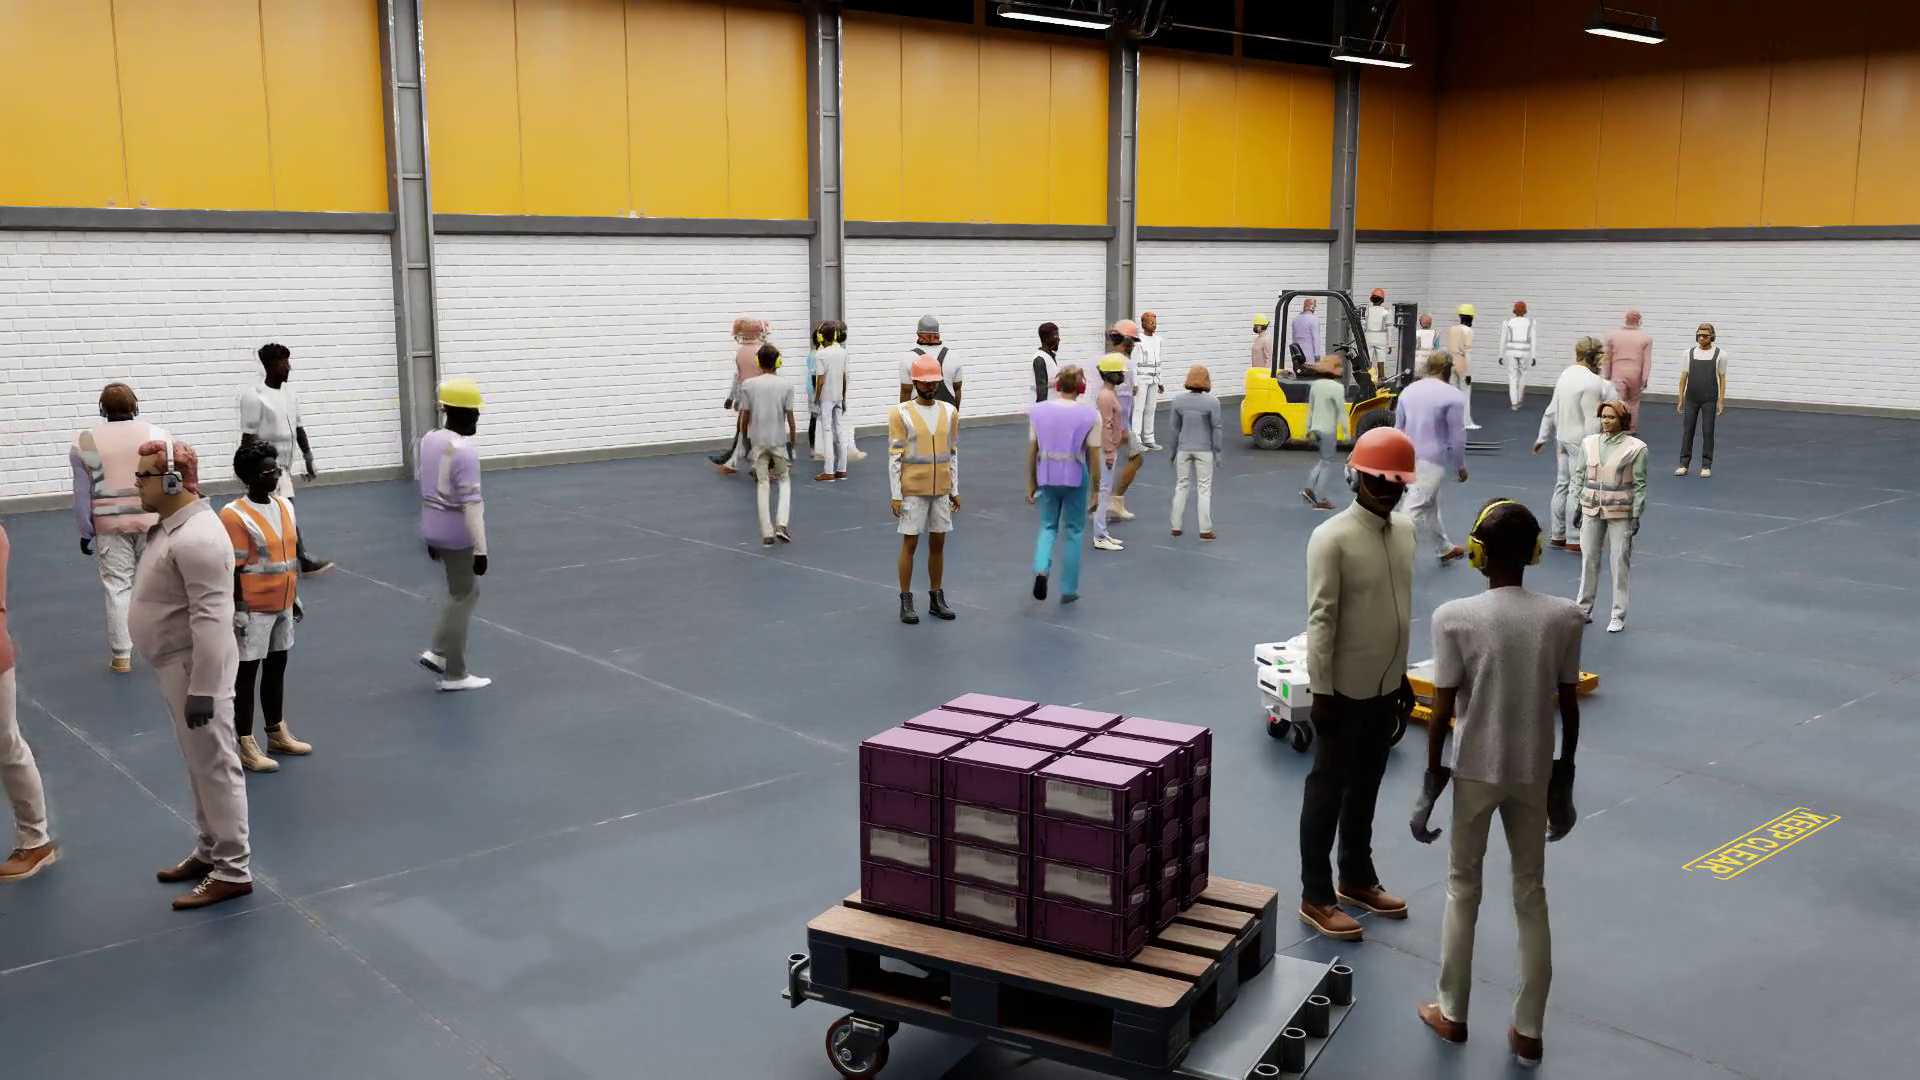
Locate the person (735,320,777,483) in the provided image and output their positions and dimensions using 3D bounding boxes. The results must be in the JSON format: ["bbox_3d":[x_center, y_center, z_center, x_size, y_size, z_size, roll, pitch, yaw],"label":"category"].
[{"bbox_3d":[-2.296,-1.586,19.248,0.492,1.900,0.654,-10,14,-44],"label":"person"}]

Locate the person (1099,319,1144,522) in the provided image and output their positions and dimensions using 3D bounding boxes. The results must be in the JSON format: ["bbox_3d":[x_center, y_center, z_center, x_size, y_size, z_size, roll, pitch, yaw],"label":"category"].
[{"bbox_3d":[1.573,-1.156,16.381,0.539,2.013,0.649,-3,10,-16],"label":"person"}]

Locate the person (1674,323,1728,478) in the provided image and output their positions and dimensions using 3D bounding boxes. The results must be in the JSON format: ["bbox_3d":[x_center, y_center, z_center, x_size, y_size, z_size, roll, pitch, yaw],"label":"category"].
[{"bbox_3d":[8.856,-1.667,19.869,0.508,1.844,0.332,7,12,35],"label":"person"}]

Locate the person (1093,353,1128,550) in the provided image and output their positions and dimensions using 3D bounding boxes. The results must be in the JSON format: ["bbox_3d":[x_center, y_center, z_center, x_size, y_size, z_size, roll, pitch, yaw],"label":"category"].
[{"bbox_3d":[1.352,-0.797,15.009,0.314,1.769,0.524,1,10,6],"label":"person"}]

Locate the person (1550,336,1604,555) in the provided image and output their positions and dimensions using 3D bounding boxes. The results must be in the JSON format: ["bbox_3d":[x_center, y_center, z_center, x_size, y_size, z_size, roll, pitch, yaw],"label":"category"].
[{"bbox_3d":[5.490,-0.840,14.758,0.355,1.936,0.635,-1,10,-6],"label":"person"}]

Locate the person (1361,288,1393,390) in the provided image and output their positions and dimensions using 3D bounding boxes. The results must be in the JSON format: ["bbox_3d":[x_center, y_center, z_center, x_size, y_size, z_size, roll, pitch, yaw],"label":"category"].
[{"bbox_3d":[7.743,-3.666,30.995,0.615,2.040,0.391,4,10,20],"label":"person"}]

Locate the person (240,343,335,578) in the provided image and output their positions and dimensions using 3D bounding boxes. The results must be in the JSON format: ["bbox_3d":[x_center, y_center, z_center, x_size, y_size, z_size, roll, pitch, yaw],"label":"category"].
[{"bbox_3d":[-5.516,-0.647,13.658,0.947,1.921,0.636,2,10,12],"label":"person"}]

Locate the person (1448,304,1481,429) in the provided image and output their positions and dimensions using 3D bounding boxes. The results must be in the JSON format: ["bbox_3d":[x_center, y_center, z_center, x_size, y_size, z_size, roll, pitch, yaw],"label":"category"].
[{"bbox_3d":[7.671,-2.644,25.389,0.416,1.924,0.609,-3,10,-18],"label":"person"}]

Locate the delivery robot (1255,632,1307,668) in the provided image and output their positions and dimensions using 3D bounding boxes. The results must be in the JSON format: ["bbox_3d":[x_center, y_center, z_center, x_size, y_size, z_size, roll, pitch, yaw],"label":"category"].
[{"bbox_3d":[2.052,0.701,9.508,0.707,0.478,0.477,-3,10,-17],"label":"delivery robot"}]

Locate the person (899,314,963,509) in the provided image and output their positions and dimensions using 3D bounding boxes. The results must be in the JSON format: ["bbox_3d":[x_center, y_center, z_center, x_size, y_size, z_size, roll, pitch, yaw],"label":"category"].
[{"bbox_3d":[-0.334,-1.310,17.210,0.674,2.000,0.535,-3,10,-18],"label":"person"}]

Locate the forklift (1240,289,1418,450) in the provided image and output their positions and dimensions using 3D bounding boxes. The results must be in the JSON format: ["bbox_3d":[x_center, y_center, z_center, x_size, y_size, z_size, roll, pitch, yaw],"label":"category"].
[{"bbox_3d":[5.034,-2.339,22.783,2.313,2.155,1.214,3,10,16],"label":"forklift"}]

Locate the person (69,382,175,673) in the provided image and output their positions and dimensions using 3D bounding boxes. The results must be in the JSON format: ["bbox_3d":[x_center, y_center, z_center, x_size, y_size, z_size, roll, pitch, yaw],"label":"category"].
[{"bbox_3d":[-5.272,-0.079,10.583,0.620,1.846,0.430,-5,11,-25],"label":"person"}]

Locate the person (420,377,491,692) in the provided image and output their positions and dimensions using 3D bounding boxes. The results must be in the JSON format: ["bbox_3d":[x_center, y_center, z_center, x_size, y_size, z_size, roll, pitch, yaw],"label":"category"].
[{"bbox_3d":[-3.034,-0.028,10.080,0.426,1.908,0.617,-9,13,-41],"label":"person"}]

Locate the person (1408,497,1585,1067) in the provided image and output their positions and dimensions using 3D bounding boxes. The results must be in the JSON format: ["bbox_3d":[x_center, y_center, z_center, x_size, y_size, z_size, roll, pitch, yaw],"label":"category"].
[{"bbox_3d":[1.762,0.790,5.497,0.557,1.862,0.487,0,10,1],"label":"person"}]

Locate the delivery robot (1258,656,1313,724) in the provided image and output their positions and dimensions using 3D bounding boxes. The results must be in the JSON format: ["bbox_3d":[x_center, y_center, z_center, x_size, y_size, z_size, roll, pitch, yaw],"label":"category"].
[{"bbox_3d":[1.978,0.788,8.996,0.707,0.478,0.477,-3,10,-17],"label":"delivery robot"}]

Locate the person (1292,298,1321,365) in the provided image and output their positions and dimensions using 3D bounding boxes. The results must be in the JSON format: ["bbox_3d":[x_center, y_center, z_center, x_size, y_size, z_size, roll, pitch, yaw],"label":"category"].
[{"bbox_3d":[6.106,-3.283,29.169,0.407,1.903,0.639,-5,11,-29],"label":"person"}]

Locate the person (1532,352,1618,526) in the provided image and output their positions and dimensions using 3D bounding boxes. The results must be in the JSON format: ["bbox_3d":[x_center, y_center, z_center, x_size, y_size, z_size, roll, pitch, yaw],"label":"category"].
[{"bbox_3d":[5.763,-0.913,15.578,0.564,1.801,0.691,-9,13,-44],"label":"person"}]

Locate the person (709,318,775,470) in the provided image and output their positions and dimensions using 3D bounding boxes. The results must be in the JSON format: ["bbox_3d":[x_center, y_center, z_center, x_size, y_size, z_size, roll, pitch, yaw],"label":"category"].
[{"bbox_3d":[-2.671,-1.755,20.306,0.950,1.880,0.538,1,10,5],"label":"person"}]

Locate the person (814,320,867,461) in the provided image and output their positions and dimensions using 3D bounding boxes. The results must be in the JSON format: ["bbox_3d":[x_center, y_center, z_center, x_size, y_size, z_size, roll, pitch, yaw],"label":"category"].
[{"bbox_3d":[-1.539,-1.919,21.464,0.794,1.810,0.639,-4,11,-23],"label":"person"}]

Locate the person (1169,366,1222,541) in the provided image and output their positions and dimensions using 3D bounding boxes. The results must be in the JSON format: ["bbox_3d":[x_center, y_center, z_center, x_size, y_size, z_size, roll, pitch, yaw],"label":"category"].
[{"bbox_3d":[2.186,-0.804,15.520,0.541,1.618,0.333,6,11,32],"label":"person"}]

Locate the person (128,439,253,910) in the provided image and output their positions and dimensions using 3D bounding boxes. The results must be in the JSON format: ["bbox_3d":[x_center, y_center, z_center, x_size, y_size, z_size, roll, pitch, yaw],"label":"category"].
[{"bbox_3d":[-3.153,0.539,6.781,0.399,1.908,0.643,-6,11,-30],"label":"person"}]

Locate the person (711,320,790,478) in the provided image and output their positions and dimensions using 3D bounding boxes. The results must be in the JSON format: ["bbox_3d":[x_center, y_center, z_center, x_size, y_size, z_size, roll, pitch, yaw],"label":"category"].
[{"bbox_3d":[-2.484,-1.674,19.816,0.991,1.876,0.630,-3,10,-19],"label":"person"}]

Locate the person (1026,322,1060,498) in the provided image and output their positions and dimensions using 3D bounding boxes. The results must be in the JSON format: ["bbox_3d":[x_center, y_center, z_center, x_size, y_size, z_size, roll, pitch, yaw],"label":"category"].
[{"bbox_3d":[0.933,-1.423,18.225,0.392,1.922,0.591,2,10,11],"label":"person"}]

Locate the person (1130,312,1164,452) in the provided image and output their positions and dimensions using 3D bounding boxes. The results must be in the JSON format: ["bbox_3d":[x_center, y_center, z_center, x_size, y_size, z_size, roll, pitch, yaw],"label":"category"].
[{"bbox_3d":[2.536,-2.136,22.507,0.579,1.883,0.352,-8,13,-40],"label":"person"}]

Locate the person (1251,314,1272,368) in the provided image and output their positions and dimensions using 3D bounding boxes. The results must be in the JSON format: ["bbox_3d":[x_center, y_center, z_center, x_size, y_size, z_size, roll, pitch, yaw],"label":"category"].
[{"bbox_3d":[4.498,-2.497,24.958,0.315,1.770,0.524,-2,10,-13],"label":"person"}]

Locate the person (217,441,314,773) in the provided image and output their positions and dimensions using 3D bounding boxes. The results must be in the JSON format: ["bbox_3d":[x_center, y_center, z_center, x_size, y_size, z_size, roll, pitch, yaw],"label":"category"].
[{"bbox_3d":[-3.597,0.332,8.596,0.322,1.697,0.534,3,10,15],"label":"person"}]

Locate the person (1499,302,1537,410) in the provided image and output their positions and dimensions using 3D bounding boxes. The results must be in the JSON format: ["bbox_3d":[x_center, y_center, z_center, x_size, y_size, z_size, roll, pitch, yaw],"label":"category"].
[{"bbox_3d":[9.651,-3.200,28.842,0.606,1.841,0.924,2,10,12],"label":"person"}]

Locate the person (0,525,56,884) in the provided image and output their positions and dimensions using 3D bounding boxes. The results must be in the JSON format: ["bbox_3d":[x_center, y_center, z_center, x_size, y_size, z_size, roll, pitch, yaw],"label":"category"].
[{"bbox_3d":[-4.108,0.536,6.685,0.611,1.938,1.018,1,10,6],"label":"person"}]

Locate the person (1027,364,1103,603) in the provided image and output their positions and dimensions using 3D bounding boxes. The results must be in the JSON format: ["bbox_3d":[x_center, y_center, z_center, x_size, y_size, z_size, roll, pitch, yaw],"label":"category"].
[{"bbox_3d":[0.776,-0.409,12.543,0.601,1.830,0.511,4,10,20],"label":"person"}]

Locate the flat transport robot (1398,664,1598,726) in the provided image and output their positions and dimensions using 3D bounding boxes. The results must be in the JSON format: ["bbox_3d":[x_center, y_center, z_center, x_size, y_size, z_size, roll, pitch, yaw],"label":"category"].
[{"bbox_3d":[3.102,0.838,9.806,1.431,0.197,0.652,-8,13,-40],"label":"flat transport robot"}]

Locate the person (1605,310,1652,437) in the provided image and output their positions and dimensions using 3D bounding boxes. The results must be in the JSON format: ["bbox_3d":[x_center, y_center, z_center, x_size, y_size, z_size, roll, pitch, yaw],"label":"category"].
[{"bbox_3d":[9.614,-2.379,23.982,0.641,1.875,0.946,6,11,31],"label":"person"}]

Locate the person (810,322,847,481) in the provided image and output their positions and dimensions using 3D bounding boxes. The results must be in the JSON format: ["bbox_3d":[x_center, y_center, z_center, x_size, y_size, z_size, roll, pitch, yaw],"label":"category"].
[{"bbox_3d":[-1.536,-1.616,19.522,0.326,1.865,0.518,8,13,41],"label":"person"}]

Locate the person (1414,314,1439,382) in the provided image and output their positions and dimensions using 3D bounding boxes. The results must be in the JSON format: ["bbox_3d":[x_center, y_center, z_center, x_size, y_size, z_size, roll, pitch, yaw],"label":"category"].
[{"bbox_3d":[7.959,-3.044,28.536,0.525,1.639,0.307,-1,10,-5],"label":"person"}]

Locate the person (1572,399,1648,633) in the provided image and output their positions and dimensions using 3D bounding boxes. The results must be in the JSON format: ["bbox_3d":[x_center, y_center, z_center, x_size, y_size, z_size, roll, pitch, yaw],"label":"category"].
[{"bbox_3d":[4.571,-0.175,11.736,0.309,1.641,0.511,-9,13,-42],"label":"person"}]

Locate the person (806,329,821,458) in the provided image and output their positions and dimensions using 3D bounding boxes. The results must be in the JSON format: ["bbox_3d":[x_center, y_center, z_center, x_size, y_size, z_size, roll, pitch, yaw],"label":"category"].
[{"bbox_3d":[-1.847,-1.923,21.813,0.321,1.693,0.530,1,10,9],"label":"person"}]

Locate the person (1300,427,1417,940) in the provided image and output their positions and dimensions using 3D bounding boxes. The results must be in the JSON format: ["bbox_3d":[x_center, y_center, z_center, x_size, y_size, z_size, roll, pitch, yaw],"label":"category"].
[{"bbox_3d":[1.587,0.545,6.503,0.612,1.987,0.399,-8,13,-40],"label":"person"}]

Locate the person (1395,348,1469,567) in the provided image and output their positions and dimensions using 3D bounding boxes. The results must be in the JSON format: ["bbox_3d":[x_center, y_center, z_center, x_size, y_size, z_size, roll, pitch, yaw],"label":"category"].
[{"bbox_3d":[3.909,-0.649,13.828,1.051,1.875,0.620,-5,11,-28],"label":"person"}]

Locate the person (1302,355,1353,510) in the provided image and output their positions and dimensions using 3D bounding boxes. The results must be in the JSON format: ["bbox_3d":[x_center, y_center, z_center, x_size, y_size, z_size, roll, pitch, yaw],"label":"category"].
[{"bbox_3d":[3.826,-1.117,17.316,0.357,1.619,0.518,-4,10,-21],"label":"person"}]

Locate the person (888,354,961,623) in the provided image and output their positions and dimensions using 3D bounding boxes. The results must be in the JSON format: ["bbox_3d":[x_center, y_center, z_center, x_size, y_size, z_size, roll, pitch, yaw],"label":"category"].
[{"bbox_3d":[-0.239,-0.368,11.992,0.552,1.936,0.359,-5,11,-26],"label":"person"}]

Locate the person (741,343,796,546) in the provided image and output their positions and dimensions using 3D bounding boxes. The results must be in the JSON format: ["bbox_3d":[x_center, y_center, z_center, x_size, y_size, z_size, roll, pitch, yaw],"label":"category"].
[{"bbox_3d":[-1.748,-0.859,15.161,0.512,1.848,0.421,0,10,-2],"label":"person"}]
